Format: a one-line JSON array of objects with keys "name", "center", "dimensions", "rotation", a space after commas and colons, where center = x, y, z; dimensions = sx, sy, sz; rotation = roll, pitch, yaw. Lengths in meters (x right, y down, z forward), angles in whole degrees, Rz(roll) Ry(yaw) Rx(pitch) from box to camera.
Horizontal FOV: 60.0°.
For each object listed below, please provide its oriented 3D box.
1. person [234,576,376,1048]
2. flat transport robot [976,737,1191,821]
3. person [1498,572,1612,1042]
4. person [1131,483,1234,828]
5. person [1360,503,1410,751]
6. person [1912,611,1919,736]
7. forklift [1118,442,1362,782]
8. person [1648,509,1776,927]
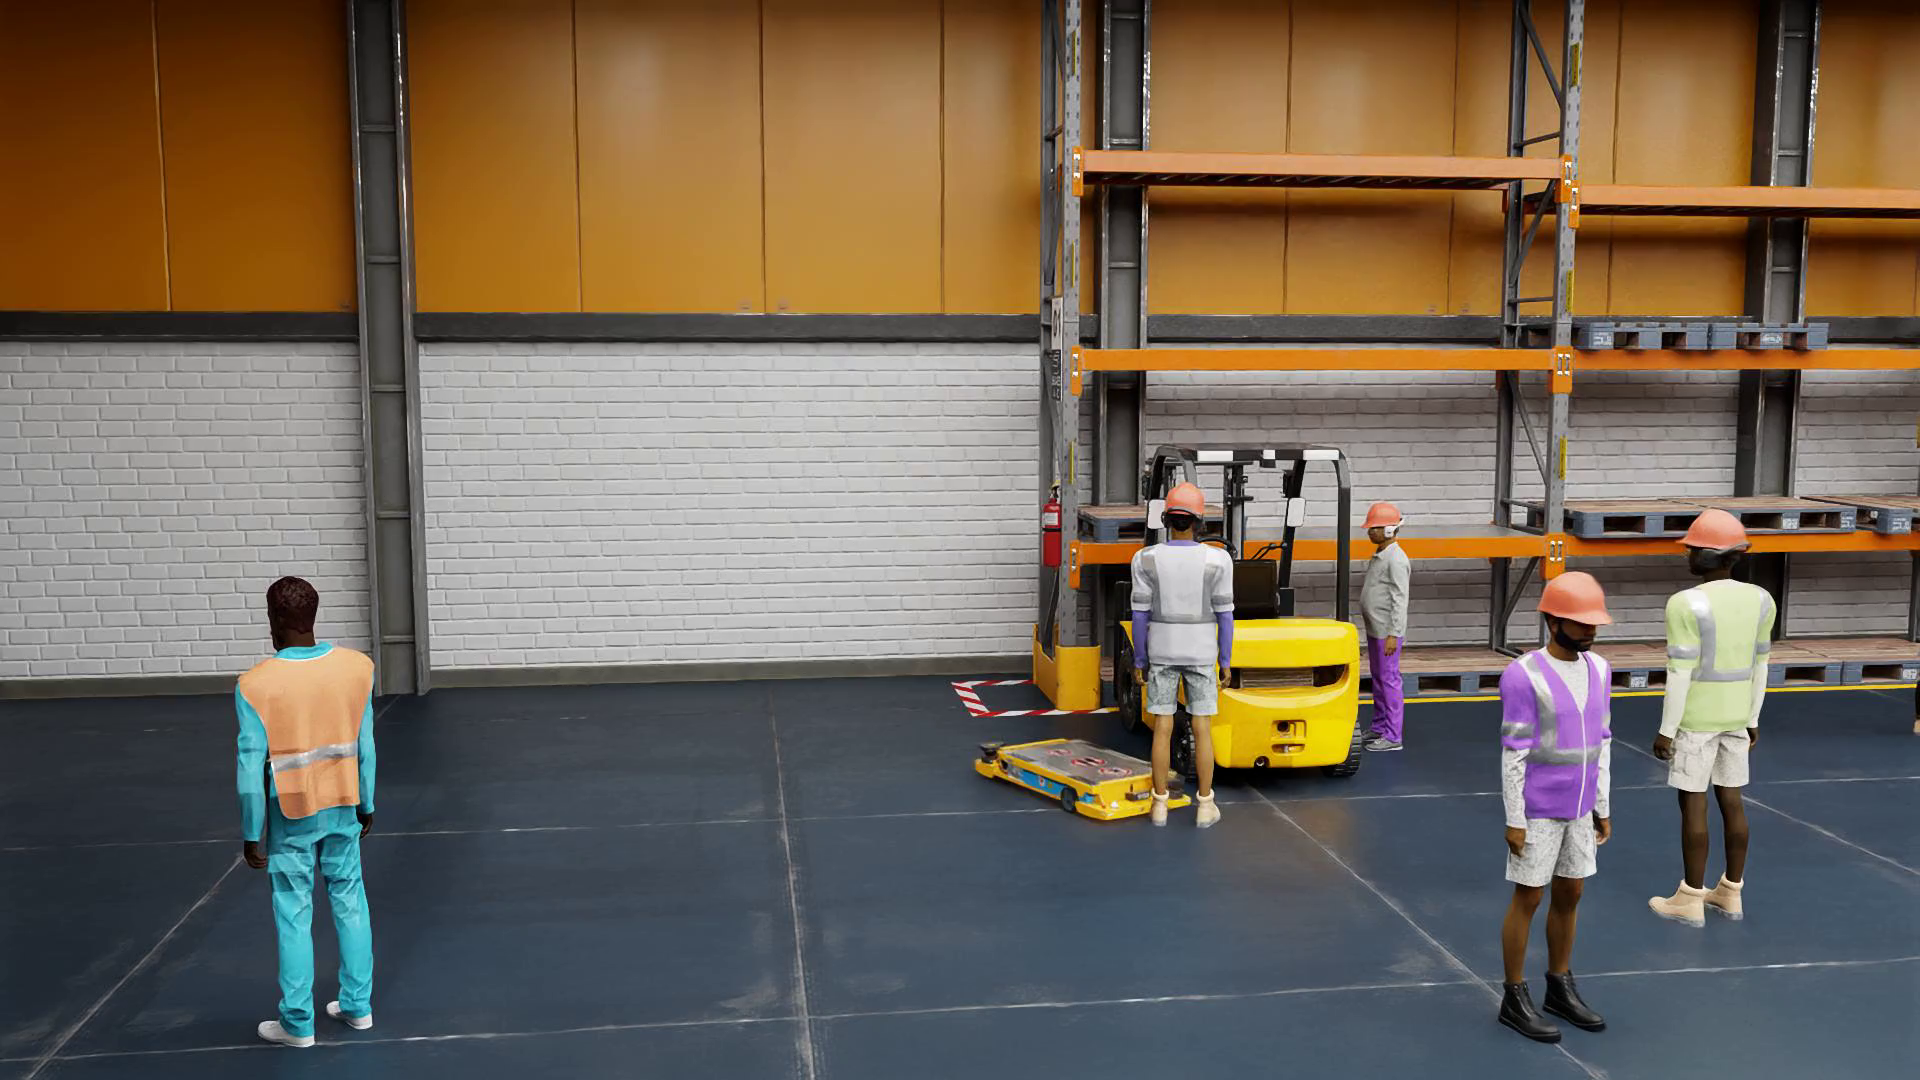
[{"name": "person", "center": [-2.641, 1.100, 6.767], "dimensions": [0.397, 1.911, 0.587], "rotation": [5, 8, 39]}, {"name": "flat transport robot", "center": [0.754, 1.481, 10.533], "dimensions": [0.652, 0.197, 1.431], "rotation": [-4, 8, -32]}, {"name": "person", "center": [2.464, 1.084, 6.822], "dimensions": [0.544, 1.930, 0.388], "rotation": [-3, 7, -25]}, {"name": "person", "center": [1.314, 0.681, 9.846], "dimensions": [0.606, 2.044, 0.374], "rotation": [1, 7, 11]}, {"name": "person", "center": [2.978, 0.606, 11.760], "dimensions": [0.336, 1.748, 0.573], "rotation": [0, 7, -2]}, {"name": "person", "center": [7.089, 0.612, 11.945], "dimensions": [0.320, 1.697, 0.537], "rotation": [1, 7, 5]}, {"name": "forklift", "center": [1.912, 0.418, 11.496], "dimensions": [1.214, 2.155, 2.313], "rotation": [-1, 7, -8]}, {"name": "person", "center": [3.677, 0.870, 8.186], "dimensions": [0.615, 2.044, 0.371], "rotation": [-2, 7, -20]}]
